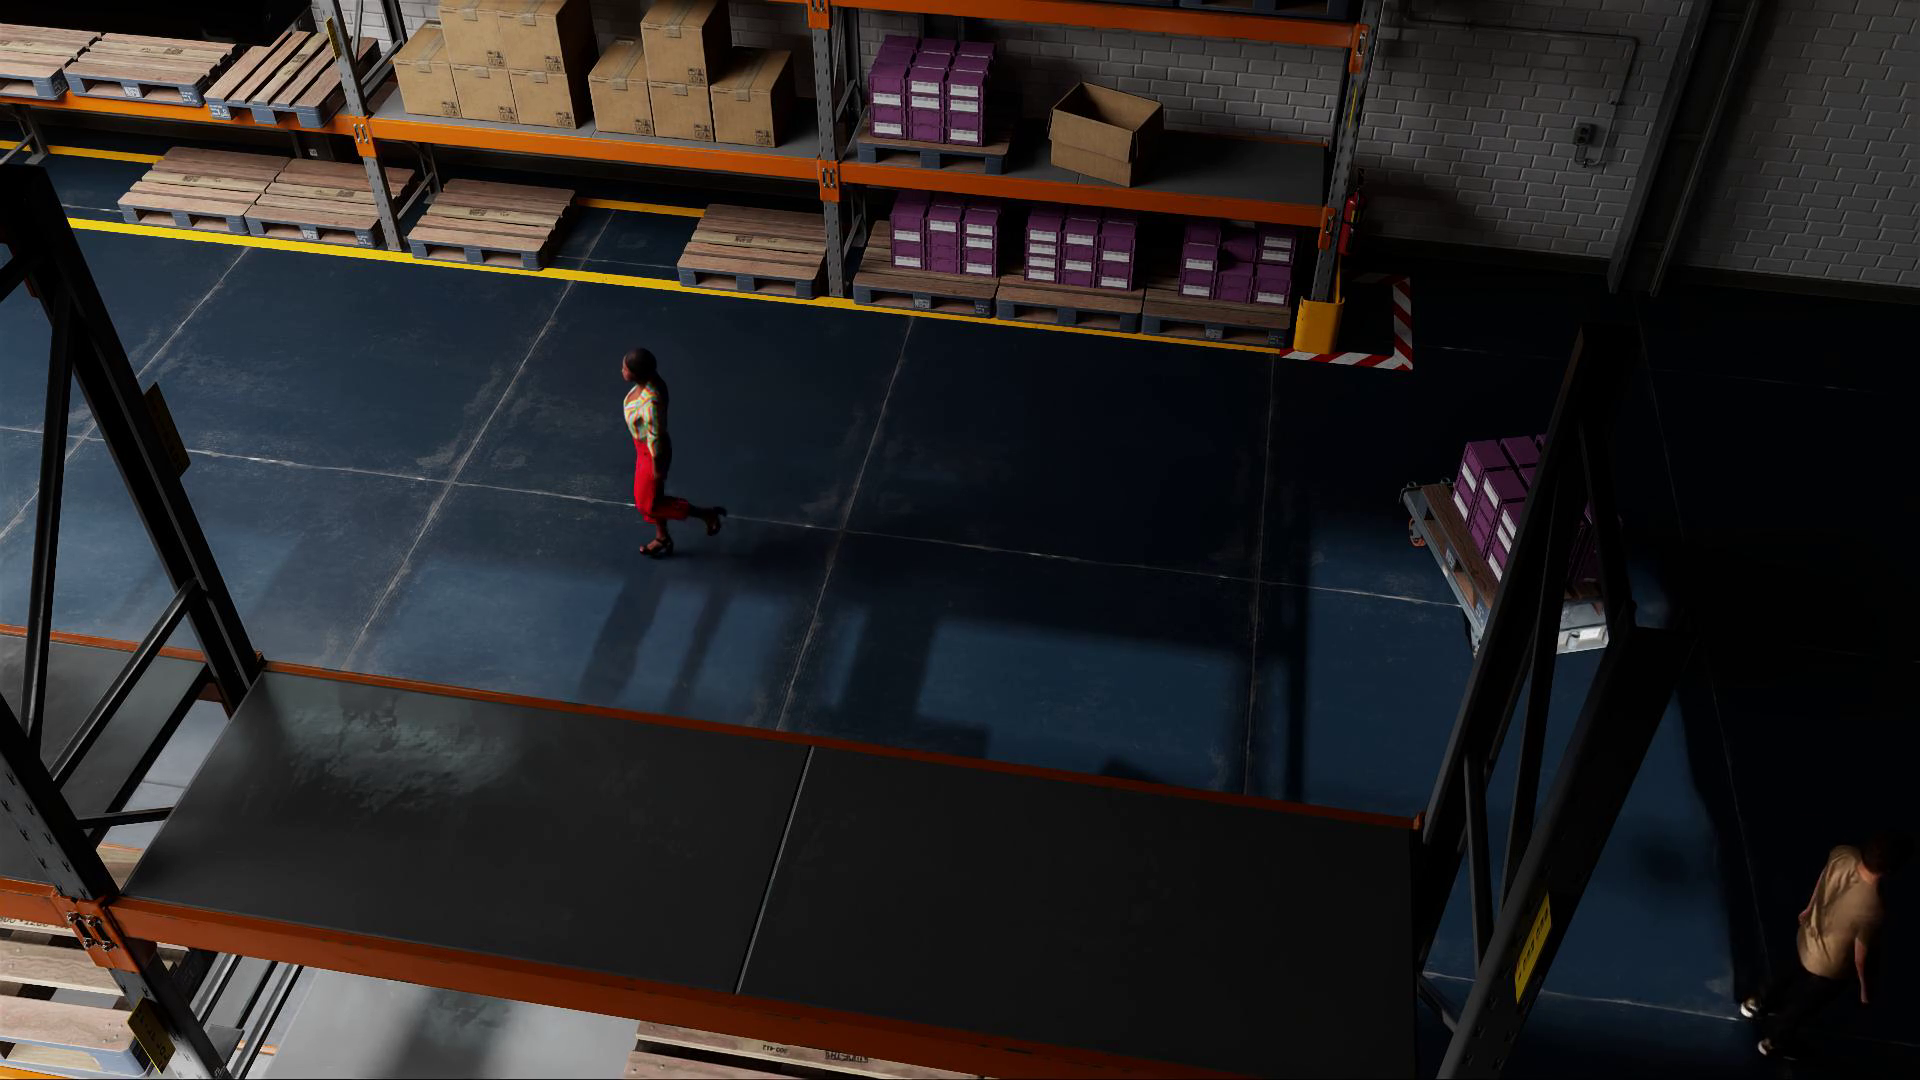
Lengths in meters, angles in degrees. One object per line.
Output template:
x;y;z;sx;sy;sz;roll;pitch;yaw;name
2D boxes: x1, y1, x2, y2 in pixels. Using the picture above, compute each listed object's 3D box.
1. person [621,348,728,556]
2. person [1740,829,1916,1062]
-1.989;-0.563;11.304;0.960;1.779;0.779;-9;44;-9;person
4.369;2.082;8.479;0.664;1.846;0.702;3;44;3;person
